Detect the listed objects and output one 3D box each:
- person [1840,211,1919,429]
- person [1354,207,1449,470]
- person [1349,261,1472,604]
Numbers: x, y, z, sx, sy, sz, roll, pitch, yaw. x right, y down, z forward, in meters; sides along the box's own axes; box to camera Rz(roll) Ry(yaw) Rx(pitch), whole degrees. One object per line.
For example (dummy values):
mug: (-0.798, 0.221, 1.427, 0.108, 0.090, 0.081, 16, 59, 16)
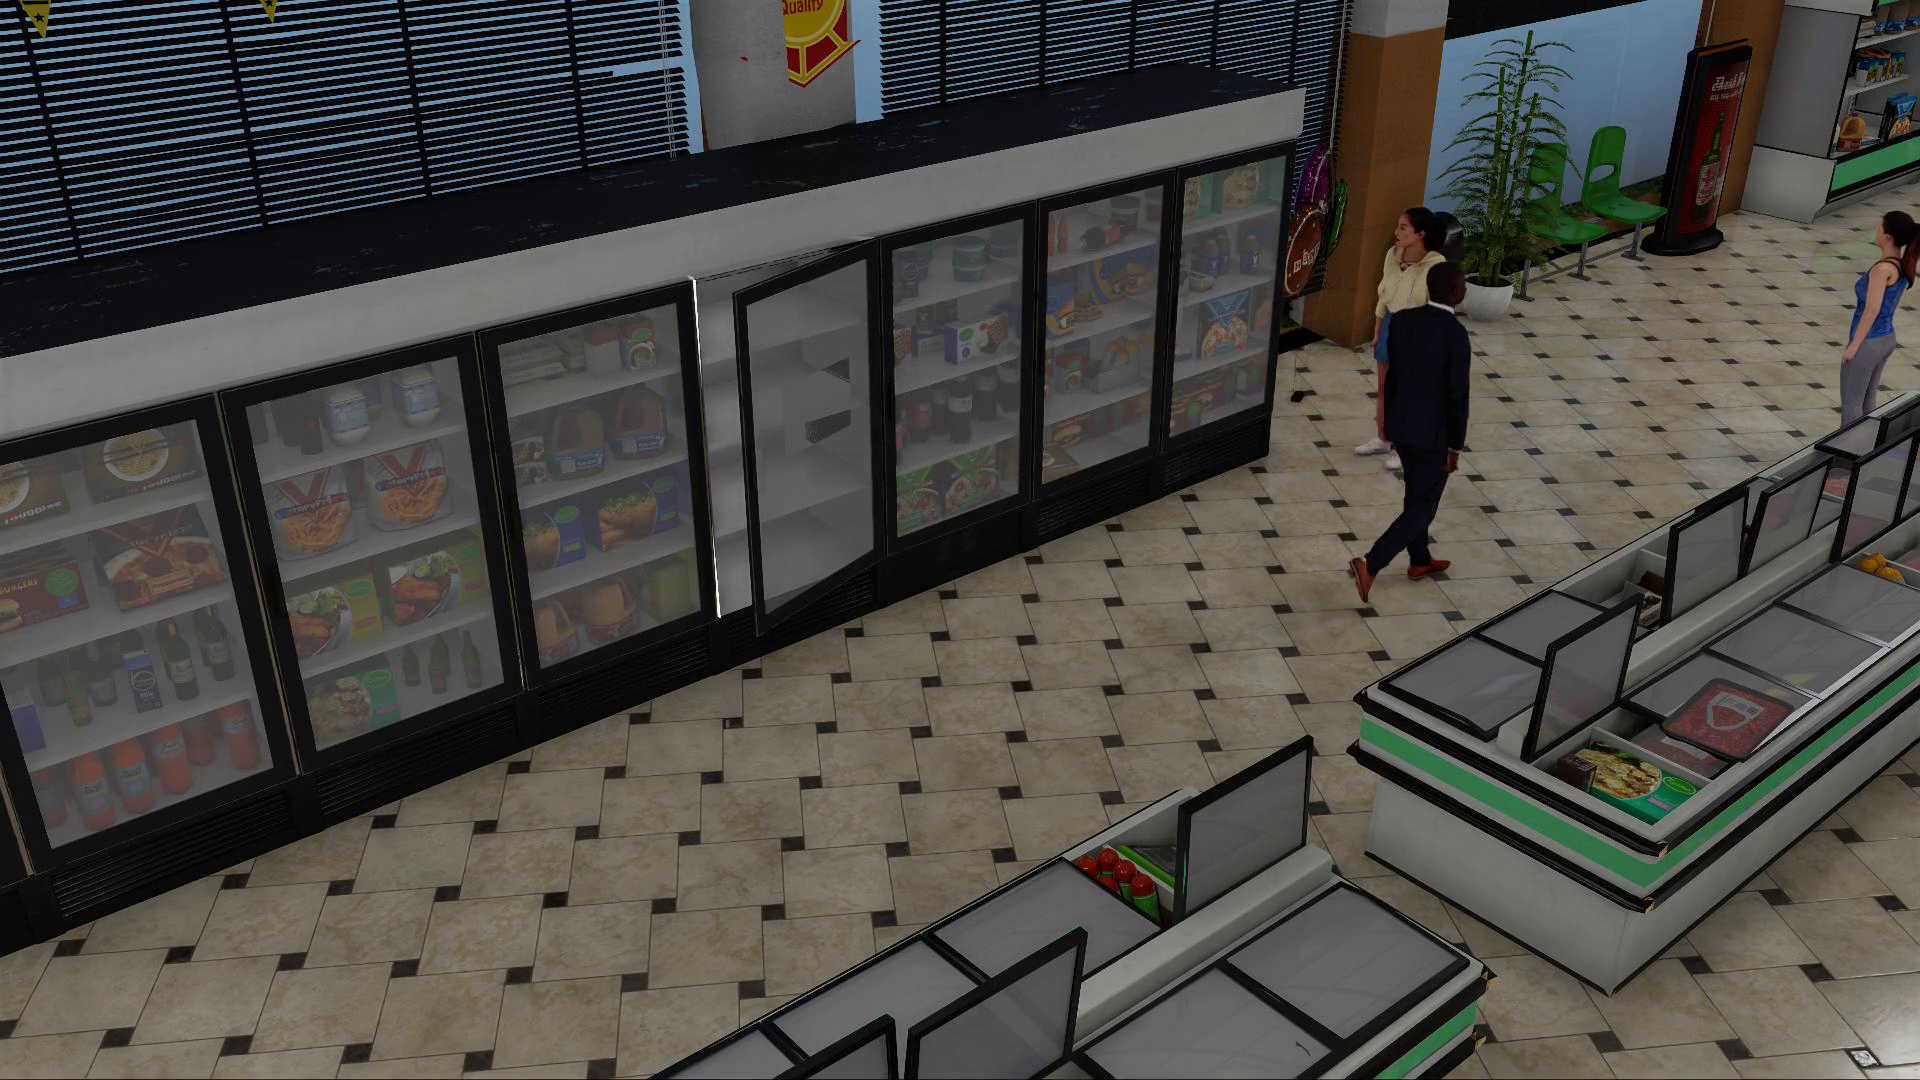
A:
person: (5.482, -1.185, 10.026, 0.447, 1.608, 0.614, -21, 34, -35)
person: (2.705, -1.228, 10.087, 0.565, 1.630, 0.665, -16, 31, -29)
person: (2.322, -0.525, 8.512, 1.119, 1.800, 0.819, -15, 30, -26)
